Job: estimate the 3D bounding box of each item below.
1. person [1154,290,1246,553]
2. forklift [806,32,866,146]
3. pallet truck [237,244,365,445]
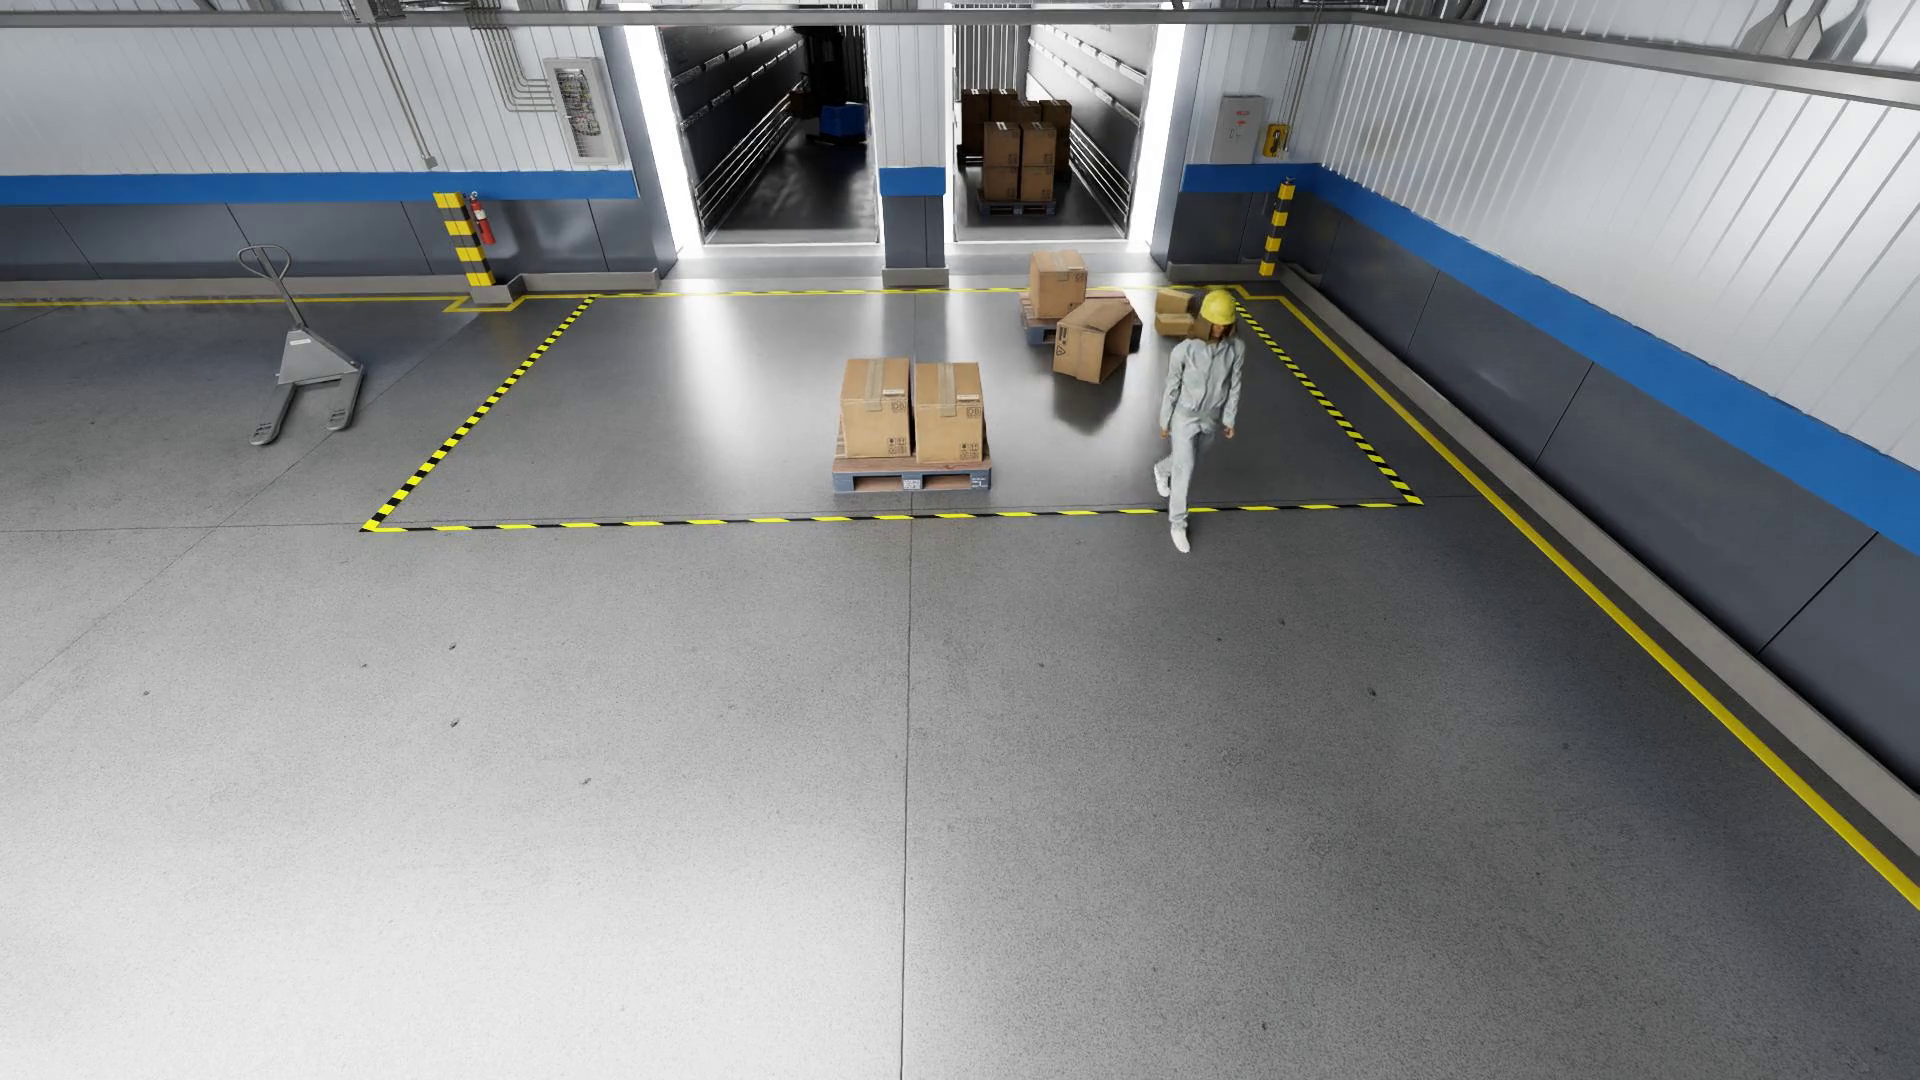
[{"bbox_3d":[1.536,-0.830,4.848,0.489,1.708,0.850,-8,39,-10],"label":"person"},{"bbox_3d":[-2.601,-9.579,15.609,0.716,2.013,0.776,-28,46,-30],"label":"forklift"},{"bbox_3d":[-5.915,-1.733,6.366,0.680,1.201,1.601,-18,42,-21],"label":"pallet truck"}]
